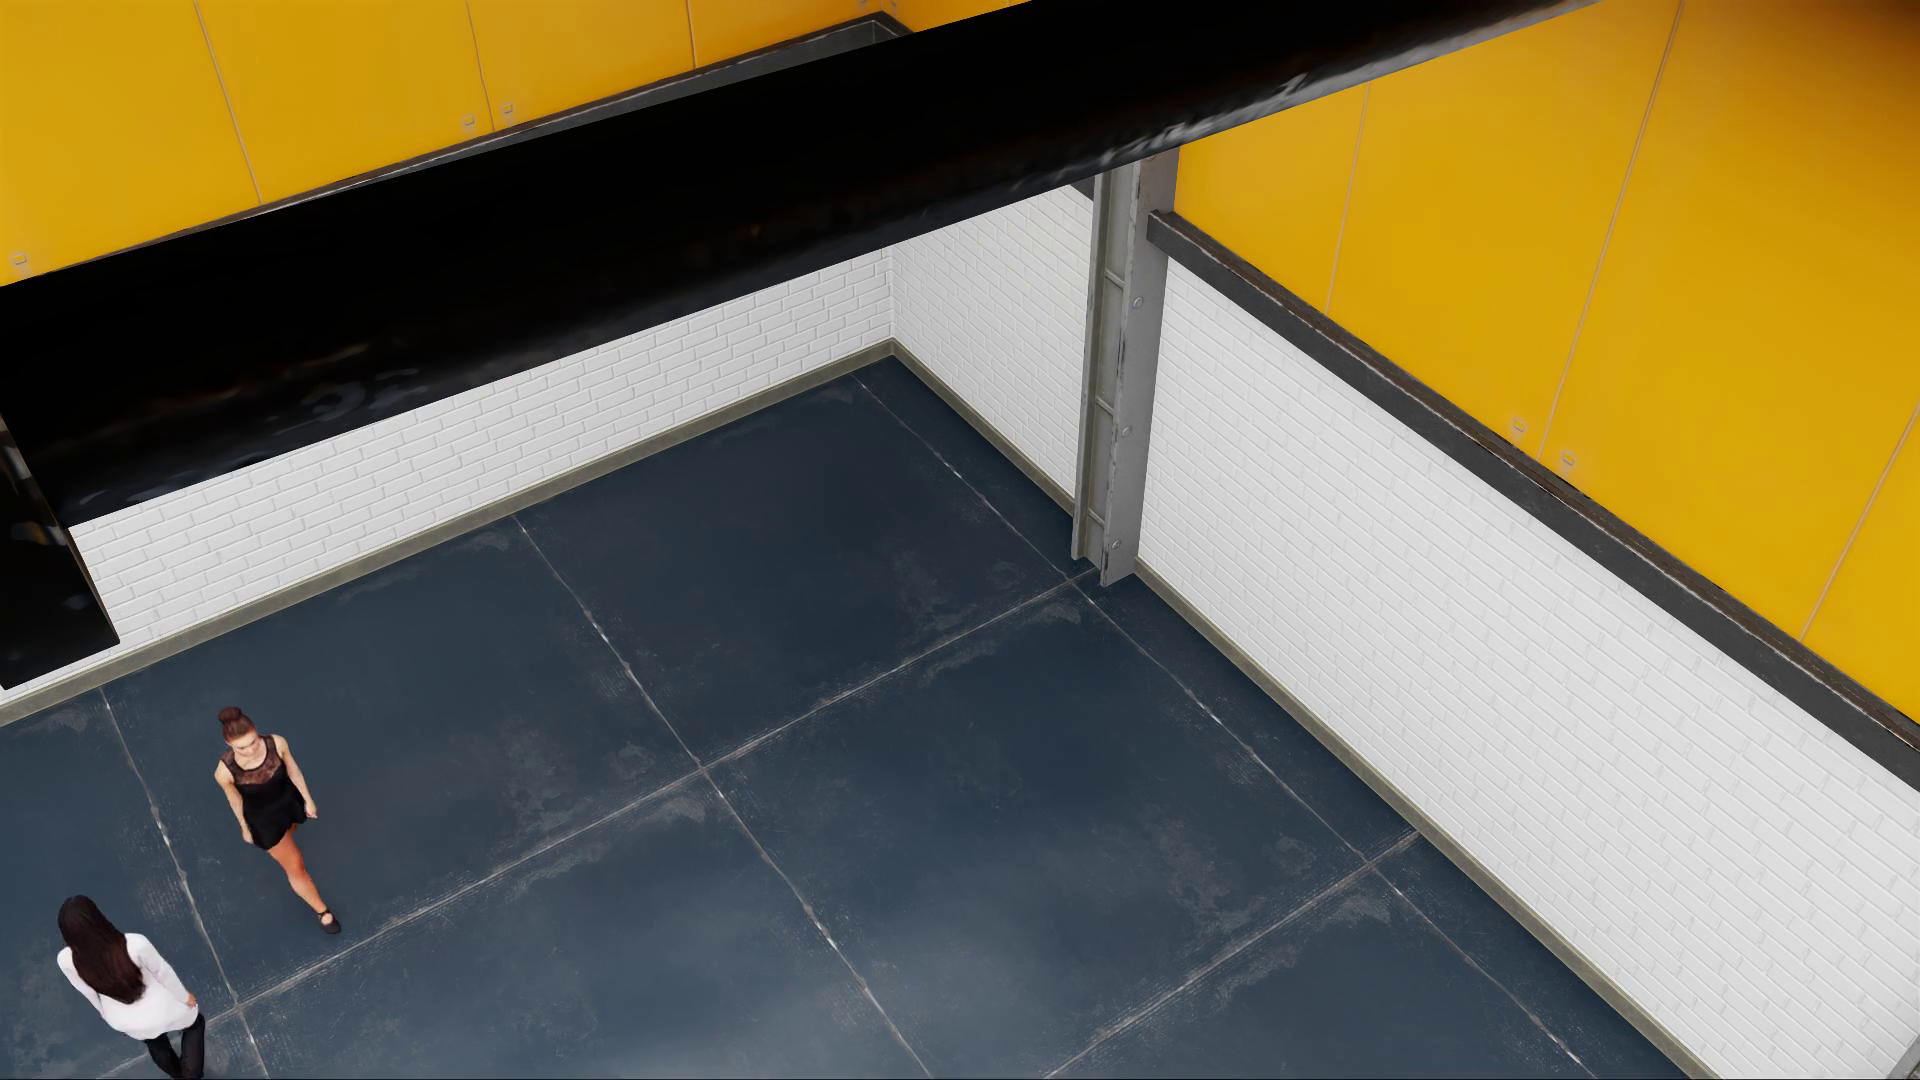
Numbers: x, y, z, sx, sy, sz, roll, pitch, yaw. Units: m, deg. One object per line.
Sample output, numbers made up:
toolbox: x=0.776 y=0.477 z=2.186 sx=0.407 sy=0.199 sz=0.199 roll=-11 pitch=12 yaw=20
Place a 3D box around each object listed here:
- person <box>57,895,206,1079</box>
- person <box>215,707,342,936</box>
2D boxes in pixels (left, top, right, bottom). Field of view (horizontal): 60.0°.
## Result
person: x=-4.151 y=2.438 z=8.433 sx=0.801 sy=1.798 sz=0.910 roll=-8 pitch=44 yaw=-8
person: x=-3.966 y=1.487 z=9.543 sx=0.693 sy=1.642 sz=1.159 roll=-34 pitch=53 yaw=-31
